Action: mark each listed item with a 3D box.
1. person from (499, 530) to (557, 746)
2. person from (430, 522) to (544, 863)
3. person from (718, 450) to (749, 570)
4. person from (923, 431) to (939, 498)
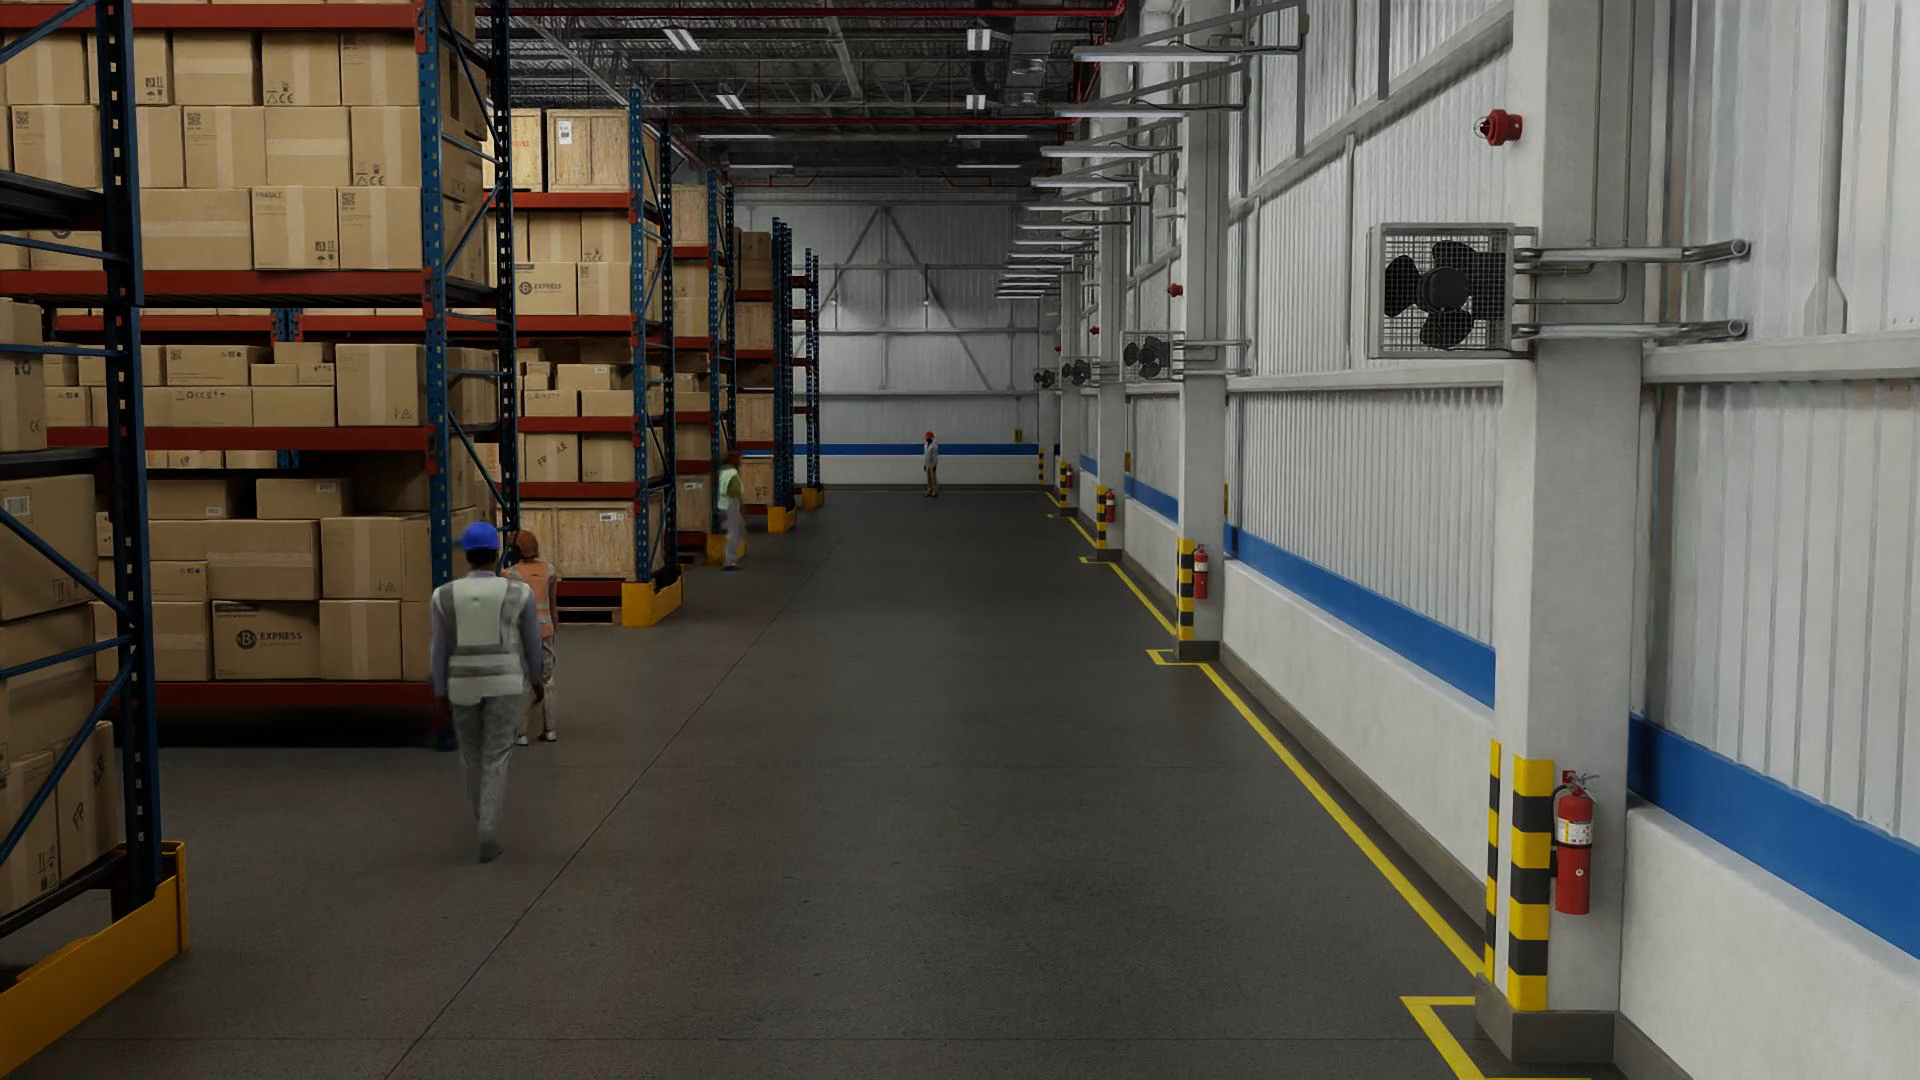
[{"bbox_3d":[-3.248,0.736,12.540,0.318,1.632,0.523,4,7,41],"label":"person"},{"bbox_3d":[-2.731,0.846,9.694,0.600,1.893,0.970,0,5,-3],"label":"person"},{"bbox_3d":[-3.389,-0.443,25.150,0.527,1.830,0.572,-2,5,-21],"label":"person"},{"bbox_3d":[-0.792,-1.975,43.483,0.354,1.744,0.563,-3,6,-34],"label":"person"}]
